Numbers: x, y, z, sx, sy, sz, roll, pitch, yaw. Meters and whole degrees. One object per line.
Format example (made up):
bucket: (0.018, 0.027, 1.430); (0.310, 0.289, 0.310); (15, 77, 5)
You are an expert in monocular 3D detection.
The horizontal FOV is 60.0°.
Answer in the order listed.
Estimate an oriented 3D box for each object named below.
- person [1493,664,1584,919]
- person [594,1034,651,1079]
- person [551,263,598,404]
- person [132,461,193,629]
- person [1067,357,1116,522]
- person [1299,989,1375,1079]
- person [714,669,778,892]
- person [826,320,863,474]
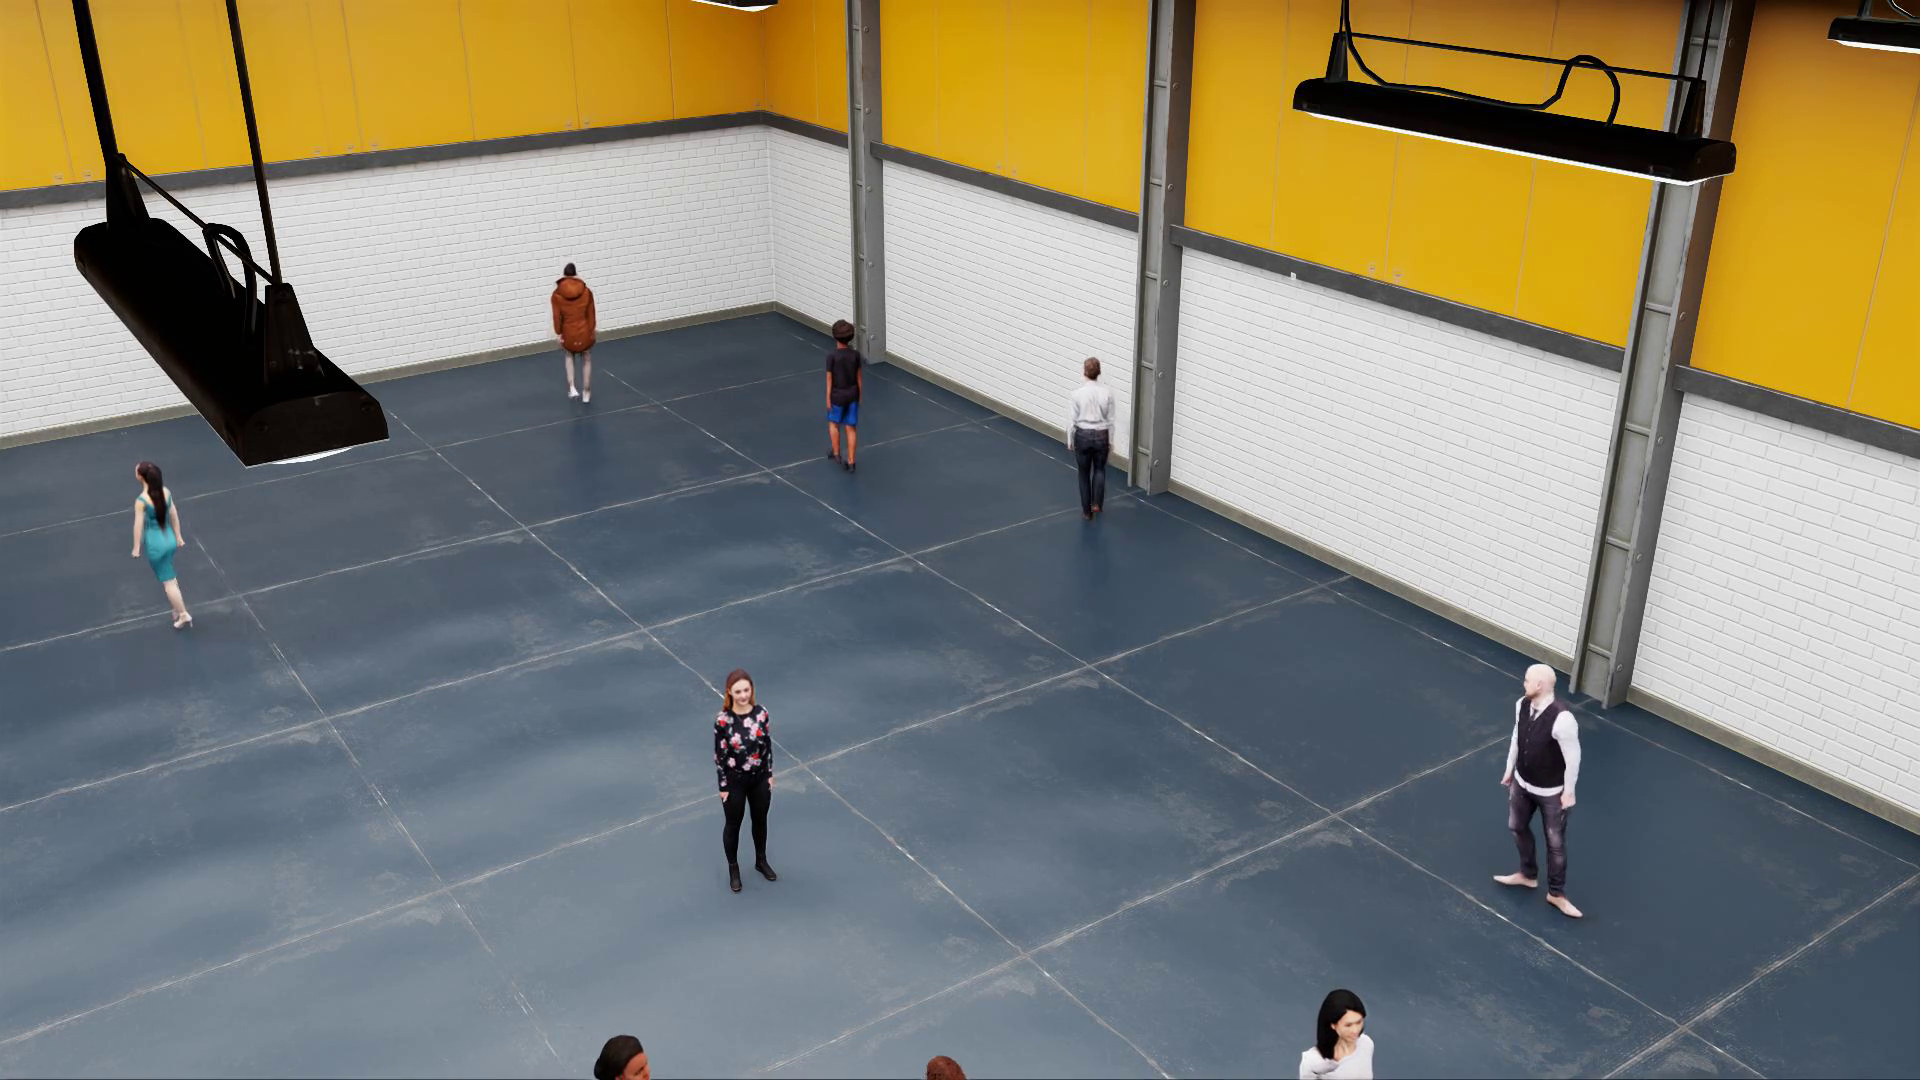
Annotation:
person: (4.083, 1.724, 11.538); (0.986, 1.800, 0.530); (-19, 30, -36)
person: (-1.731, 3.176, 8.393); (0.903, 1.657, 0.835); (5, 24, 12)
person: (-4.950, -2.653, 21.521); (0.826, 1.824, 0.855); (-5, 24, -11)
person: (-7.367, 0.074, 15.469); (0.736, 1.675, 0.682); (7, 25, 15)
person: (1.425, -1.060, 17.893); (0.795, 1.811, 0.824); (0, 24, -1)
person: (1.925, 3.048, 8.633); (0.632, 1.700, 0.581); (-13, 27, -26)
person: (-1.528, 1.678, 11.789); (0.588, 1.684, 0.531); (-12, 26, -26)
person: (-1.315, -1.632, 19.241); (0.738, 1.780, 0.869); (-9, 25, -19)
